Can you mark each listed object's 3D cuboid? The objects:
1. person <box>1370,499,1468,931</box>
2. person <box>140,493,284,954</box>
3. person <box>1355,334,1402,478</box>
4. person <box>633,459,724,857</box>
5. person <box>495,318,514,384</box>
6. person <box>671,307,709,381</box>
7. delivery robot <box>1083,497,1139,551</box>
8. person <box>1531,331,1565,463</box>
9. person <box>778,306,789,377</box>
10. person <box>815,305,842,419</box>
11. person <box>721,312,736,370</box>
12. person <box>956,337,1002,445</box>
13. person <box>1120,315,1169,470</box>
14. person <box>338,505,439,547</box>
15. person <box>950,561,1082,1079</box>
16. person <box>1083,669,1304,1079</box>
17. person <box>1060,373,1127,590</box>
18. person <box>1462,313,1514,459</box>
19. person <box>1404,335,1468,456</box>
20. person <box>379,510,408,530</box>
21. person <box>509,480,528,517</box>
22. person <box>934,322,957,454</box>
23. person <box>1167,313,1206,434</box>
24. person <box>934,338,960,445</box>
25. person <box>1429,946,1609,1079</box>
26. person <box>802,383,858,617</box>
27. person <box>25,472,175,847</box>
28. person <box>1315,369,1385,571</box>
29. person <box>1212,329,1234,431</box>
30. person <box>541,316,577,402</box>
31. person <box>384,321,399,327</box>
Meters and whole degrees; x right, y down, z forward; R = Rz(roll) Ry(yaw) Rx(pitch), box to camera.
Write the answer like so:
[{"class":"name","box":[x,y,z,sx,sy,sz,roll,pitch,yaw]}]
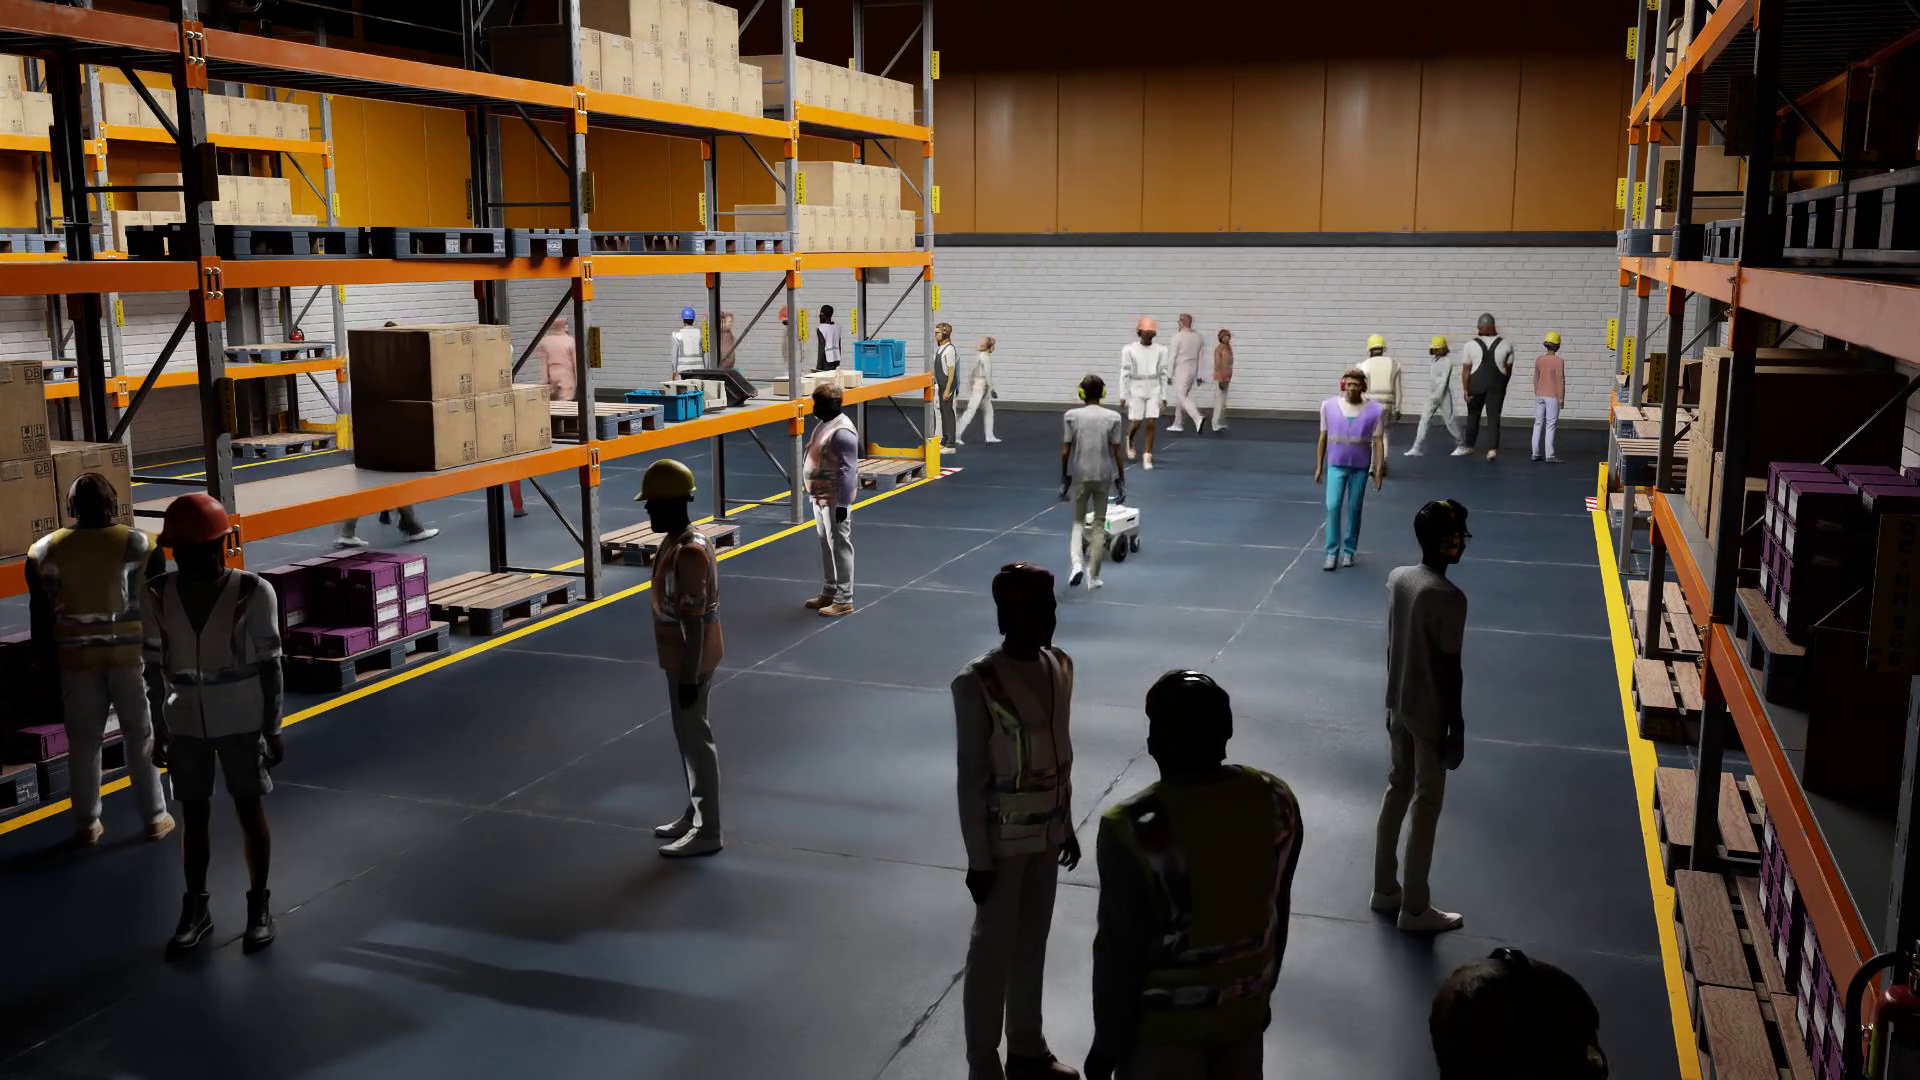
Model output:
[{"class":"person","box":[1.993,0.749,7.139,0.328,1.859,0.500,-4,11,-22]},{"class":"person","box":[-3.077,0.756,6.865,0.545,1.933,0.376,-1,10,-6]},{"class":"person","box":[5.217,-1.676,20.878,0.621,1.815,0.424,0,10,0]},{"class":"person","box":[-1.347,0.563,8.006,0.401,1.918,0.583,-4,11,-20]},{"class":"person","box":[-6.362,-2.064,22.670,0.606,1.960,0.367,-5,11,-28]},{"class":"person","box":[-4.230,-2.672,26.119,0.613,1.950,0.376,-4,11,-20]},{"class":"delivery robot","box":[1.408,-0.161,15.648,0.477,0.478,0.707,6,12,29]},{"class":"person","box":[7.929,-1.915,22.368,0.300,1.772,0.528,-4,11,-24]},{"class":"person","box":[-2.865,-3.084,28.612,0.561,1.884,0.625,-2,10,-9]},{"class":"person","box":[-2.209,-2.998,28.038,0.379,1.920,0.596,6,12,31]},{"class":"person","box":[-3.877,-2.761,26.885,0.842,1.866,0.656,5,11,27]},{"class":"person","box":[0.218,-2.205,24.529,0.792,1.587,0.534,-1,10,-4]},{"class":"person","box":[2.402,-1.942,21.821,0.624,2.026,0.673,-1,10,-5]},{"class":"person","box":[-5.652,-0.871,16.191,0.983,1.879,0.603,-9,14,-43]},{"class":"person","box":[0.208,1.004,5.615,0.356,1.883,0.574,8,13,37]},{"class":"person","box":[0.588,1.243,4.383,0.620,1.845,0.430,-6,12,-30]},{"class":"person","box":[1.139,-0.493,14.155,0.562,1.839,0.411,2,10,11]},{"class":"person","box":[7.258,-2.150,22.928,0.683,2.000,1.024,2,10,11]},{"class":"person","box":[6.676,-1.997,23.073,0.882,1.687,0.478,-4,11,-22]},{"class":"person","box":[-5.901,-1.058,17.188,0.541,1.911,0.926,-5,11,-27]},{"class":"person","box":[-4.926,-1.111,17.874,0.523,1.760,0.325,-1,10,-3]},{"class":"person","box":[-0.215,-2.127,23.346,0.343,1.847,0.507,-2,10,-13]},{"class":"person","box":[3.532,-2.586,25.856,0.642,1.878,0.838,-9,13,-41]},{"class":"person","box":[-0.231,-2.193,24.297,0.523,1.639,0.306,-6,12,-29]},{"class":"person","box":[0.737,1.534,2.472,0.351,1.936,0.634,-5,11,-28]},{"class":"person","box":[-1.031,-0.321,13.193,0.429,1.840,0.637,-4,11,-22]},{"class":"person","box":[-4.163,0.585,8.120,0.625,1.836,0.429,-3,10,-15]},{"class":"person","box":[3.482,-0.618,14.902,0.608,1.816,0.803,3,10,16]},{"class":"person","box":[4.179,-2.533,26.292,0.326,1.611,0.644,6,12,30]},{"class":"person","box":[-5.944,-2.396,24.797,0.654,1.879,0.886,5,11,24]},{"class":"person","box":[-7.964,-2.155,23.453,0.574,1.868,0.336,1,10,7]}]
